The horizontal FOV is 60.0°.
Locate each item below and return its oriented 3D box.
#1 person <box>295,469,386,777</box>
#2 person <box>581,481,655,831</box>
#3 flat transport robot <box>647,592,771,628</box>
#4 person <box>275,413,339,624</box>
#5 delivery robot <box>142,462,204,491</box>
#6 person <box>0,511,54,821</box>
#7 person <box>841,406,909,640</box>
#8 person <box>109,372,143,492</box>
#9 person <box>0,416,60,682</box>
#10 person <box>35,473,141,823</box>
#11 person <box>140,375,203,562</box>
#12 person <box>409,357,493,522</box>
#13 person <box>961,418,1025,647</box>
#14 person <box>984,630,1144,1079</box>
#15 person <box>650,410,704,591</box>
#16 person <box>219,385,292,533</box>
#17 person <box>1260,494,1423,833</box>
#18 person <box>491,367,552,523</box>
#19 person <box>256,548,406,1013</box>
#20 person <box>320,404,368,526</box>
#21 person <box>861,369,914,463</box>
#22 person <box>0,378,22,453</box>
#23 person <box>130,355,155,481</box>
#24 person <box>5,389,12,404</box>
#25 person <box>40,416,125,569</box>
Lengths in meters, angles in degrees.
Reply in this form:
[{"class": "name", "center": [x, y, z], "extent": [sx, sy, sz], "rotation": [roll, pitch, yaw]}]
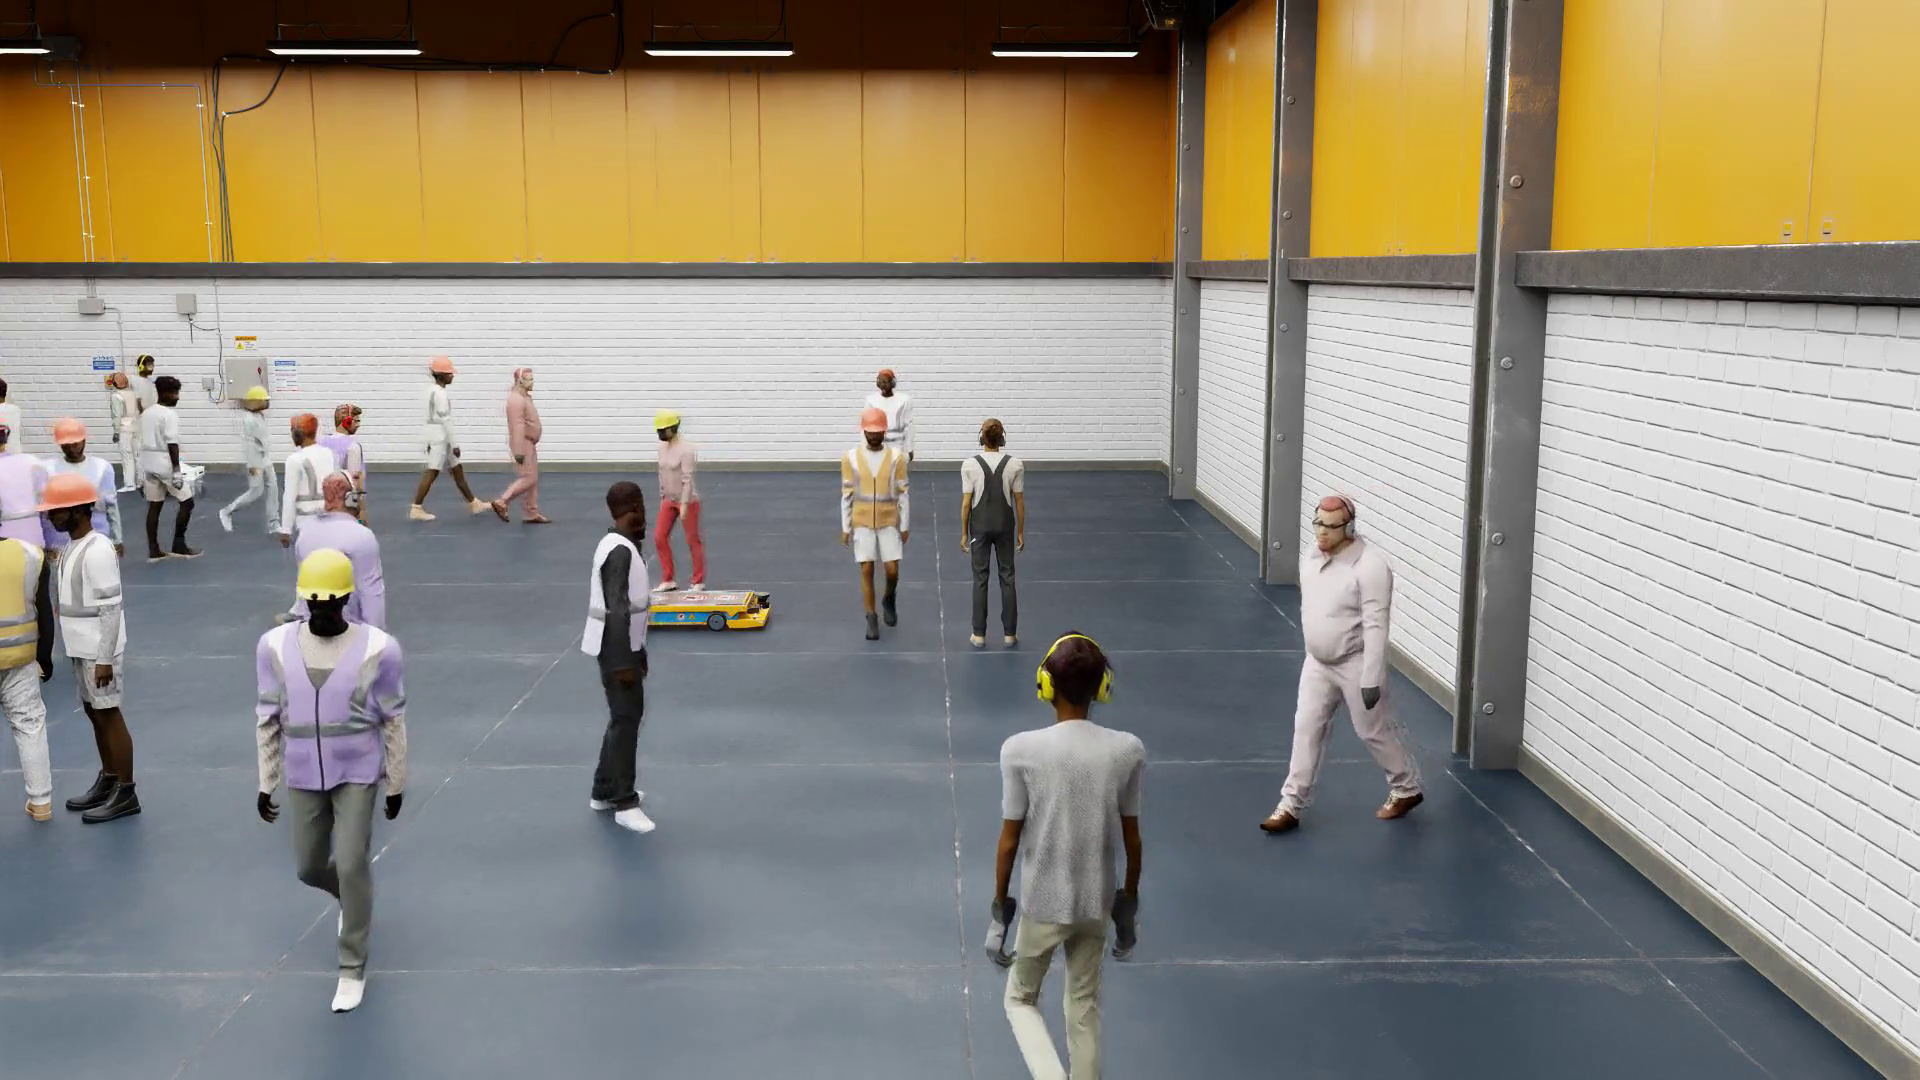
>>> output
[{"class": "person", "center": [-3.586, 0.537, 9.601], "extent": [0.646, 1.884, 0.683], "rotation": [8, 12, 39]}, {"class": "person", "center": [-1.872, 0.630, 9.080], "extent": [0.368, 1.880, 0.694], "rotation": [-1, 9, -6]}, {"class": "flat transport robot", "center": [-2.364, 0.590, 14.218], "extent": [1.431, 0.197, 0.652], "rotation": [0, 9, -1]}, {"class": "person", "center": [-5.389, -0.151, 13.971], "extent": [0.952, 1.850, 0.589], "rotation": [3, 10, 16]}, {"class": "delivery robot", "center": [-10.370, -0.856, 21.929], "extent": [0.707, 0.478, 0.477], "rotation": [-1, 9, -8]}, {"class": "person", "center": [-5.237, 0.658, 9.000], "extent": [0.429, 1.841, 0.633], "rotation": [8, 12, 39]}, {"class": "person", "center": [-0.699, -0.152, 13.714], "extent": [0.558, 1.920, 0.509], "rotation": [0, 9, -3]}, {"class": "person", "center": [-11.361, -1.464, 22.638], "extent": [0.315, 1.636, 0.515], "rotation": [0, 9, 2]}, {"class": "person", "center": [-7.016, 0.045, 12.218], "extent": [0.670, 2.014, 0.629], "rotation": [5, 10, 28]}, {"class": "person", "center": [-4.798, 0.589, 9.139], "extent": [0.377, 1.932, 0.552], "rotation": [-8, 12, -41]}, {"class": "person", "center": [-8.199, -0.739, 17.246], "extent": [0.726, 1.937, 0.560], "rotation": [6, 11, 32]}, {"class": "person", "center": [-6.193, -1.215, 20.088], "extent": [0.968, 2.001, 0.619], "rotation": [-4, 10, -22]}, {"class": "person", "center": [0.262, -0.057, 13.374], "extent": [0.513, 1.844, 0.328], "rotation": [-1, 9, -3]}, {"class": "person", "center": [0.351, 1.227, 5.469], "extent": [0.554, 1.852, 0.479], "rotation": [-3, 10, -17]}, {"class": "person", "center": [-2.644, -0.338, 15.397], "extent": [0.556, 1.729, 0.613], "rotation": [8, 12, 41]}, {"class": "person", "center": [-8.063, -0.900, 18.939], "extent": [0.679, 1.724, 0.488], "rotation": [0, 9, -1]}, {"class": "person", "center": [2.097, 0.660, 8.998], "extent": [1.005, 1.858, 0.691], "rotation": [-6, 11, -32]}, {"class": "person", "center": [-5.202, -1.107, 19.686], "extent": [0.576, 1.889, 0.645], "rotation": [-1, 9, -9]}, {"class": "person", "center": [-2.617, 0.952, 7.014], "extent": [0.600, 1.903, 0.730], "rotation": [0, 9, -2]}, {"class": "person", "center": [-5.492, -0.293, 14.844], "extent": [0.564, 1.837, 0.402], "rotation": [8, 12, 40]}, {"class": "person", "center": [-0.888, -1.079, 19.648], "extent": [0.602, 1.837, 0.951], "rotation": [2, 10, 13]}, {"class": "person", "center": [-10.391, -0.835, 18.091], "extent": [0.328, 1.865, 0.517], "rotation": [0, 9, -1]}, {"class": "person", "center": [-11.542, -1.715, 23.640], "extent": [0.861, 1.817, 0.548], "rotation": [1, 9, 7]}, {"class": "person", "center": [-12.773, -1.424, 21.940], "extent": [0.694, 1.785, 0.622], "rotation": [6, 11, 33]}, {"class": "person", "center": [-6.972, -0.054, 13.187], "extent": [0.583, 1.906, 0.749], "rotation": [-6, 11, -31]}]
